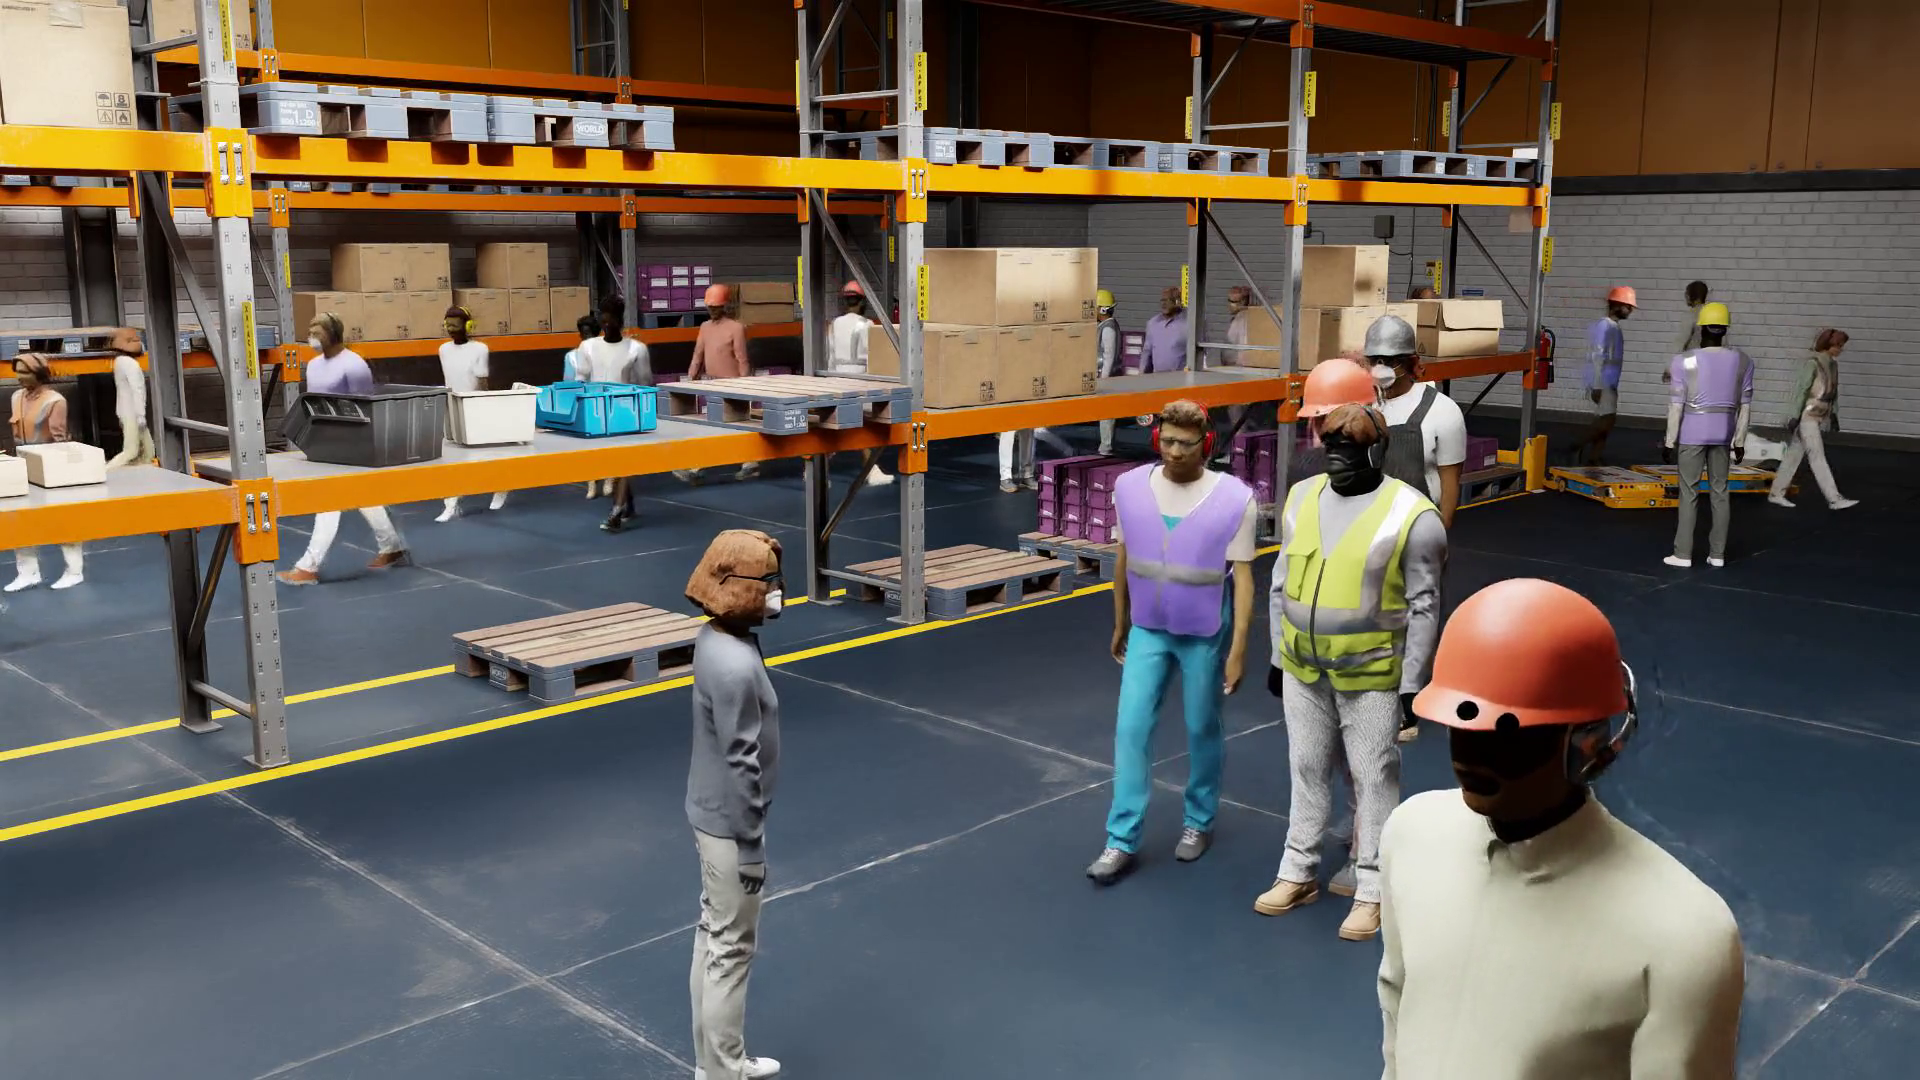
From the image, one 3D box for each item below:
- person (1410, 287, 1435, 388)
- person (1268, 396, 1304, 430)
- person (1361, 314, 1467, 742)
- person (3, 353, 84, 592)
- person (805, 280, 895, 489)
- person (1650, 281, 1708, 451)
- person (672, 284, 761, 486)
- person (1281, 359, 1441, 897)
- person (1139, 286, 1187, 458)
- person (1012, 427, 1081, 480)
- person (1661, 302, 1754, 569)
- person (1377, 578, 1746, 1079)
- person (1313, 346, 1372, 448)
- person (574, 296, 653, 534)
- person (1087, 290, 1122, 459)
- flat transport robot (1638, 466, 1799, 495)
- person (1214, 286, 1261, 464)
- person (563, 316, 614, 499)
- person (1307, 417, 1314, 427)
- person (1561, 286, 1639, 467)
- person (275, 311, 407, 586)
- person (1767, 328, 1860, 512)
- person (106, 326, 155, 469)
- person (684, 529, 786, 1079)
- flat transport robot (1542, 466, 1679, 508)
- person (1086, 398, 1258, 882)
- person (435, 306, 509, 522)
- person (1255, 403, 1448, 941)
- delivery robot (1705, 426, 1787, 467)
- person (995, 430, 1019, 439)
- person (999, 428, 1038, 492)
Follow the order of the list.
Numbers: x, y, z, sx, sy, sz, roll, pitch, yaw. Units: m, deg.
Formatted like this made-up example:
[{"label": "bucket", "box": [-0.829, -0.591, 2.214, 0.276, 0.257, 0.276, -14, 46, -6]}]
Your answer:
[{"label": "person", "box": [5.033, -1.840, 18.226, 0.429, 1.840, 0.633, 8, 13, 38]}, {"label": "person", "box": [3.147, -1.478, 16.048, 0.393, 1.916, 0.591, 10, 14, 43]}, {"label": "person", "box": [2.016, -0.054, 7.940, 0.683, 2.000, 0.536, 6, 12, 31]}, {"label": "person", "box": [-6.223, -0.442, 11.180, 0.554, 1.613, 0.616, 4, 11, 23]}, {"label": "person", "box": [-1.057, -1.472, 15.796, 0.990, 1.999, 0.628, -8, 13, -39]}, {"label": "person", "box": [7.946, -1.879, 18.267, 0.638, 1.904, 0.894, -10, 14, -43]}, {"label": "person", "box": [-2.345, -1.498, 16.091, 1.087, 1.927, 0.645, -9, 13, -39]}, {"label": "person", "box": [1.472, 0.312, 6.134, 0.581, 1.968, 0.698, -9, 14, -42]}, {"label": "person", "box": [2.092, -1.646, 17.069, 0.667, 1.874, 0.849, 9, 14, 39]}, {"label": "person", "box": [0.832, -1.431, 16.245, 0.658, 1.741, 0.537, 1, 10, 6]}, {"label": "person", "box": [5.378, -0.745, 12.013, 0.595, 1.925, 0.371, 0, 10, 1]}, {"label": "person", "box": [0.880, 0.999, 2.458, 1.007, 1.956, 0.625, -7, 12, -32]}, {"label": "person", "box": [2.187, -0.130, 8.862, 1.027, 1.853, 0.660, -7, 12, -33]}, {"label": "person", "box": [-2.843, -1.043, 13.698, 0.611, 1.920, 0.996, 2, 11, 12]}, {"label": "person", "box": [1.512, -1.724, 17.606, 0.403, 1.835, 0.588, 1, 10, 4]}, {"label": "flat transport robot", "box": [6.972, -0.561, 15.533, 1.431, 0.197, 0.652, 0, 10, -2]}, {"label": "person", "box": [2.969, -1.726, 17.485, 0.482, 1.883, 0.668, 1, 10, 6]}, {"label": "person", "box": [-3.338, -1.195, 15.131, 0.557, 1.678, 0.403, 0, 10, 1]}, {"label": "person", "box": [3.650, -1.482, 16.496, 0.333, 1.759, 0.525, -7, 12, -33]}, {"label": "person", "box": [6.372, -1.547, 16.443, 0.510, 1.907, 0.594, 8, 13, 36]}, {"label": "person", "box": [-4.359, -0.652, 11.644, 0.653, 1.885, 1.040, 9, 14, 41]}, {"label": "person", "box": [7.523, -1.044, 14.530, 0.836, 1.591, 0.529, 10, 14, 44]}, {"label": "person", "box": [-7.453, -1.103, 14.851, 0.765, 1.607, 0.510, -8, 13, -38]}, {"label": "person", "box": [-0.601, 0.775, 4.530, 0.287, 1.631, 0.501, -3, 11, -15]}, {"label": "flat transport robot", "box": [5.950, -0.496, 15.176, 0.652, 0.197, 1.431, -1, 10, -7]}, {"label": "person", "box": [0.771, 0.382, 6.187, 0.603, 1.802, 0.849, 5, 12, 27]}, {"label": "person", "box": [-4.205, -1.106, 14.301, 0.528, 1.825, 0.938, 3, 11, 14]}, {"label": "person", "box": [1.324, 0.448, 5.742, 0.619, 1.845, 0.430, 10, 14, 43]}, {"label": "delivery robot", "box": [7.622, -0.861, 16.137, 0.707, 0.478, 0.477, 4, 11, 23]}, {"label": "person", "box": [0.548, -2.074, 19.462, 0.580, 1.864, 0.721, -1, 10, -7]}, {"label": "person", "box": [0.589, -1.397, 15.694, 0.574, 1.882, 0.358, -7, 13, -34]}]
